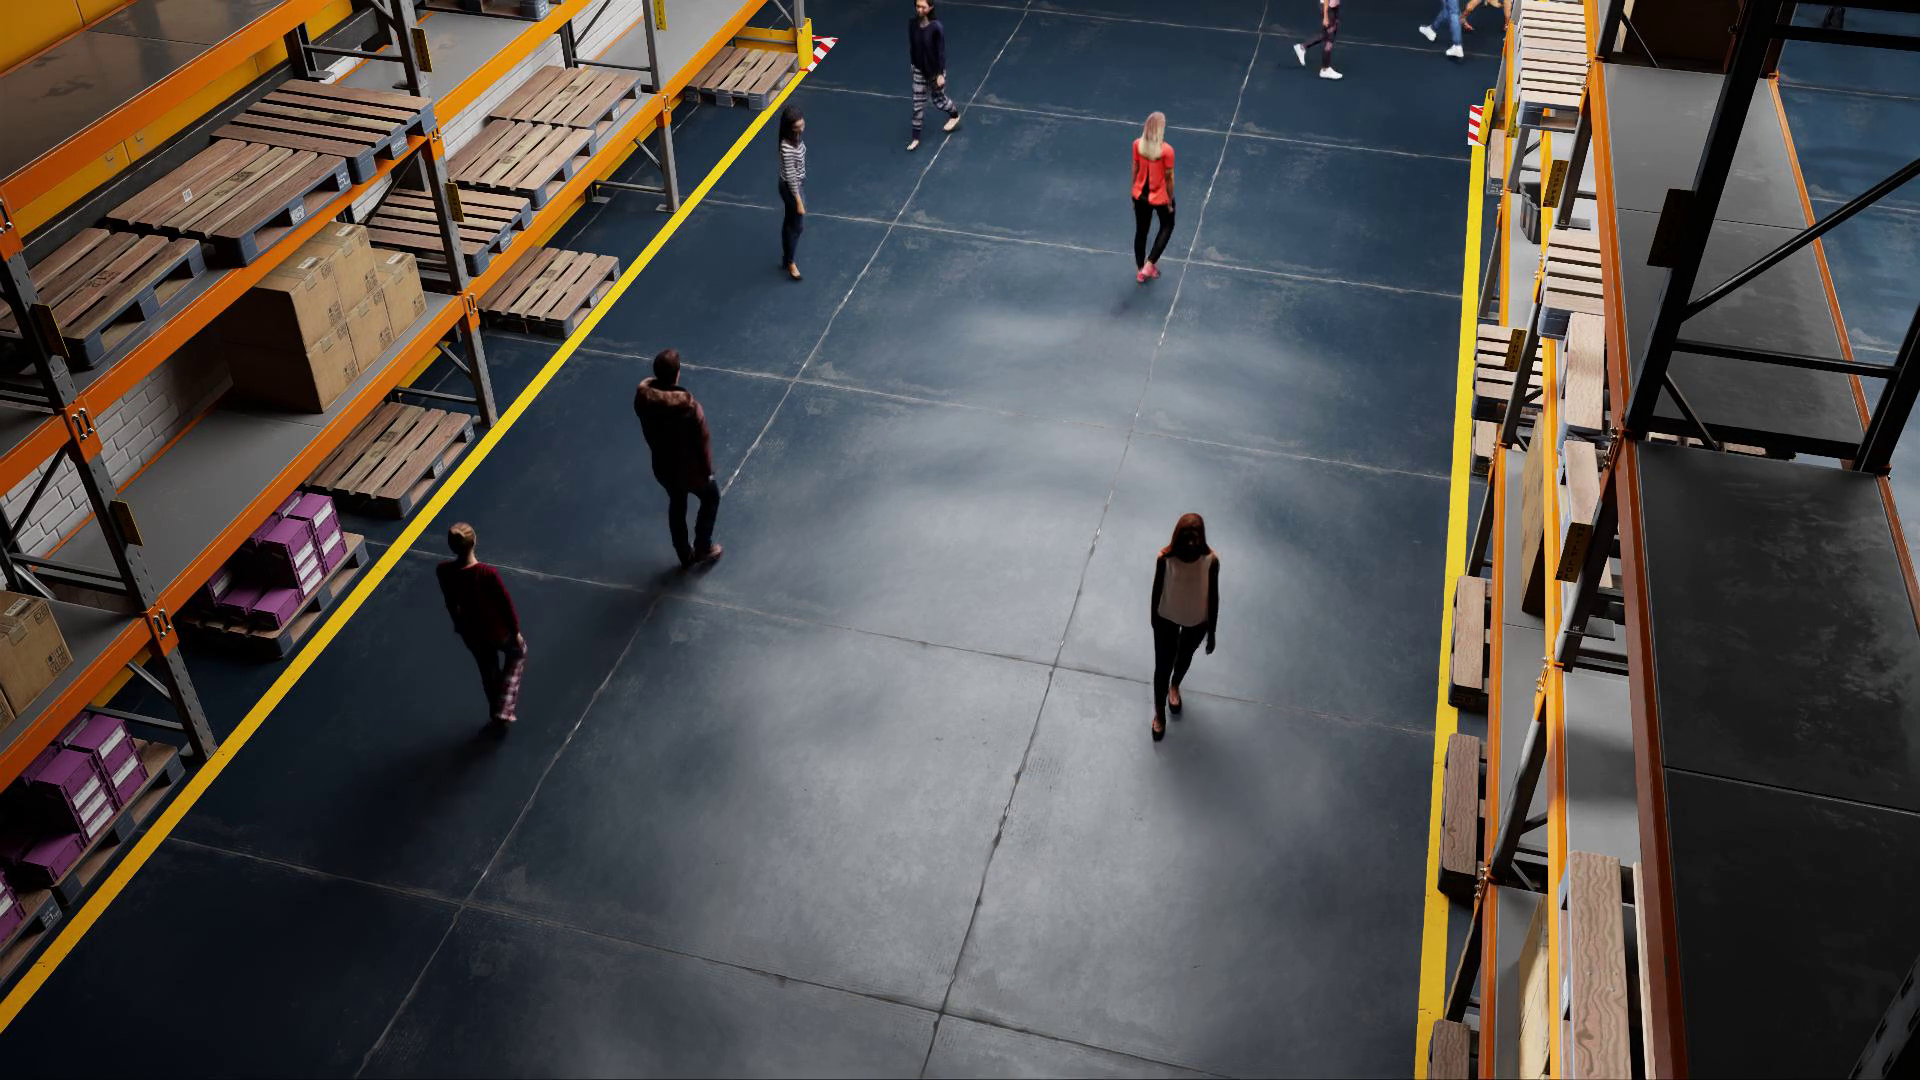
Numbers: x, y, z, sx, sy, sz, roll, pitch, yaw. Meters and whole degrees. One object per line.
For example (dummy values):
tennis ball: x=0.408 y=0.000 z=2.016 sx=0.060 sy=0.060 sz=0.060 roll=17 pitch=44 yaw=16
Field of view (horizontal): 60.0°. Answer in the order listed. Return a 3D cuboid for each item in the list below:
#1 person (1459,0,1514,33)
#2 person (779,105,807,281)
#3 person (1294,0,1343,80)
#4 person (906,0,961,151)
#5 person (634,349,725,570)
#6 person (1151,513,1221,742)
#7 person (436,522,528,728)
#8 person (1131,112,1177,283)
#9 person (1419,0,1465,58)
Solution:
person: x=6.494 y=-7.017 z=20.287 sx=0.878 sy=1.698 sz=1.088 roll=-2 pitch=39 yaw=-2
person: x=-1.592 y=-3.273 z=15.538 sx=0.859 sy=1.774 sz=0.612 roll=-8 pitch=39 yaw=-10
person: x=4.215 y=-6.178 z=19.293 sx=0.720 sy=1.627 sz=0.852 roll=17 pitch=42 yaw=20
person: x=-0.274 y=-5.097 z=17.888 sx=0.892 sy=1.691 sz=1.175 roll=25 pitch=45 yaw=28
person: x=-2.057 y=-0.512 z=12.031 sx=0.824 sy=1.834 sz=0.756 roll=17 pitch=42 yaw=20
person: x=1.457 y=0.460 z=10.920 sx=0.667 sy=1.703 sz=0.830 roll=2 pitch=39 yaw=2
person: x=-3.085 y=0.610 z=10.743 sx=0.668 sy=1.690 sz=0.669 roll=6 pitch=39 yaw=7
person: x=1.740 y=-3.132 z=15.430 sx=0.692 sy=1.689 sz=0.722 roll=23 pitch=44 yaw=26
person: x=5.914 y=-6.617 z=19.734 sx=1.138 sy=1.762 sz=1.251 roll=-16 pitch=41 yaw=-19
